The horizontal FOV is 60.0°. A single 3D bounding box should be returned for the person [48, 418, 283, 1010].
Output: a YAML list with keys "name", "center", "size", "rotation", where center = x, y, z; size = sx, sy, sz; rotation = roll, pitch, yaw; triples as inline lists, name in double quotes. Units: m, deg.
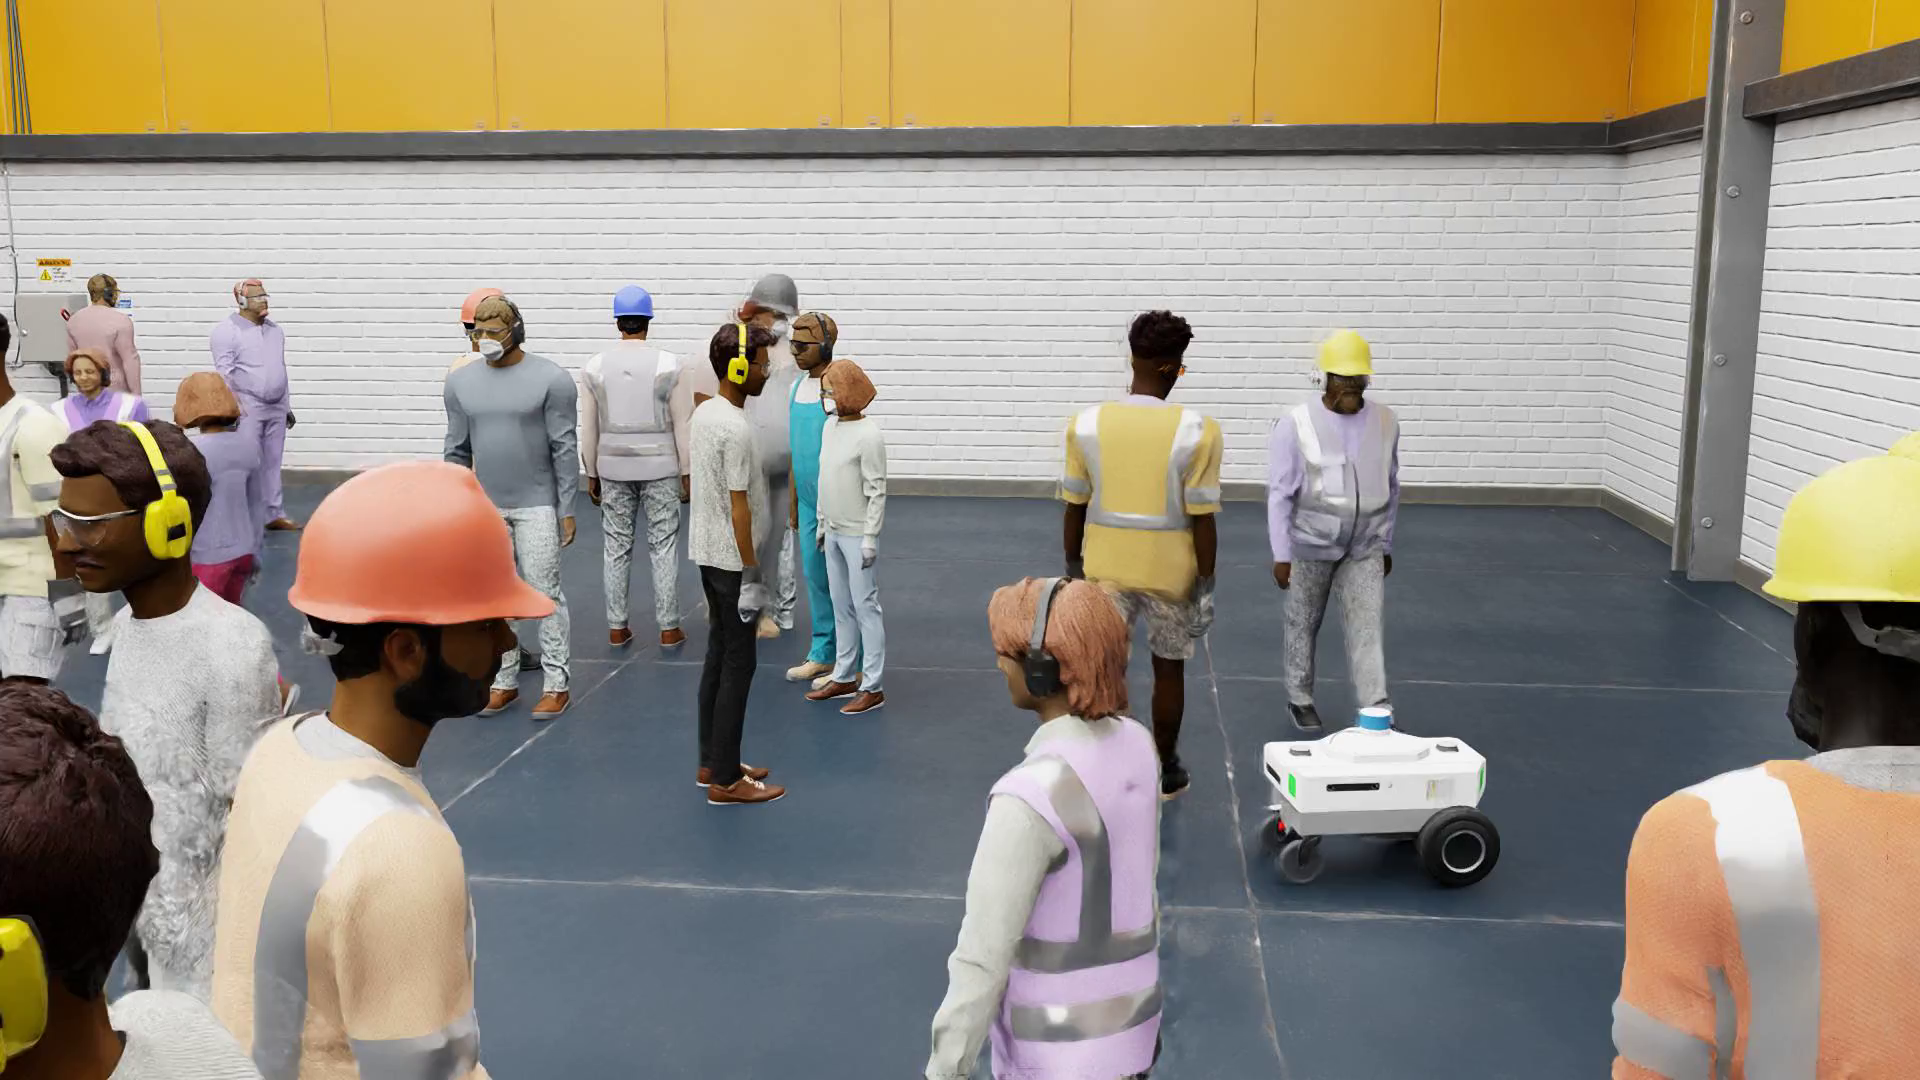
- name: "person"
  center: [-1.297, 0.718, 2.832]
  size: [0.511, 1.861, 0.322]
  rotation: [9, 13, 42]

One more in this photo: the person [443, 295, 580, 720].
- name: "person"
  center: [-2.035, -0.142, 7.563]
  size: [0.635, 1.929, 0.381]
  rotation: [1, 10, 8]

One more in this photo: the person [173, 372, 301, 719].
- name: "person"
  center: [-3.130, 0.087, 7.136]
  size: [0.589, 1.613, 0.505]
  rotation: [2, 10, 14]

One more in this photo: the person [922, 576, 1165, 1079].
- name: "person"
  center: [0.144, 0.849, 2.814]
  size: [0.859, 1.590, 0.528]
  rotation: [5, 11, 25]

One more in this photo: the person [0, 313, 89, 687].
- name: "person"
  center: [-3.320, 0.150, 5.856]
  size: [0.649, 1.935, 0.421]
  rotation: [8, 13, 39]

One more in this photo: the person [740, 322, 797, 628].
- name: "person"
  center: [-1.143, -0.350, 9.267]
  size: [0.485, 1.743, 0.306]
  rotation: [-6, 12, -32]

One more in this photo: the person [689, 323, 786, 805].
- name: "person"
  center: [-0.868, 0.098, 6.397]
  size: [0.333, 1.856, 0.526]
  rotation: [-4, 11, -24]

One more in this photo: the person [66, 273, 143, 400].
- name: "person"
  center: [-6.947, -1.203, 13.594]
  size: [0.636, 1.938, 0.365]
  rotation: [3, 10, 15]

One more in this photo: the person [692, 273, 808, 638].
- name: "person"
  center: [-1.080, -0.460, 9.048]
  size: [0.734, 2.000, 0.546]
  rotation: [-9, 13, -42]

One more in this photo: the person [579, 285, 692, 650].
- name: "person"
  center: [-1.706, -0.373, 8.852]
  size: [0.604, 1.939, 0.416]
  rotation: [0, 10, 2]

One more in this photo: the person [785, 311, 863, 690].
- name: "person"
  center: [-0.659, -0.183, 8.061]
  size: [0.341, 1.838, 0.501]
  rotation: [-9, 13, -42]

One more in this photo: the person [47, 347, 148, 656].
- name: "person"
  center: [-4.569, -0.227, 8.899]
  size: [0.524, 1.621, 0.553]
  rotation: [-3, 10, -16]

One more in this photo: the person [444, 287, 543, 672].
- name: "person"
  center: [-2.354, -0.296, 8.402]
  size: [0.542, 1.938, 0.357]
  rotation: [10, 14, 44]

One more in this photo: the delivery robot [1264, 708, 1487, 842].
- name: "delivery robot"
  center: [1.412, 0.820, 5.702]
  size: [0.707, 0.478, 0.477]
  rotation: [-1, 10, -5]

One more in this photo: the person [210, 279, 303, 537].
- name: "person"
  center: [-5.227, -0.983, 12.408]
  size: [0.409, 1.913, 0.646]
  rotation: [4, 11, 22]

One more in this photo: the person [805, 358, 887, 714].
- name: "person"
  center: [-0.517, -0.019, 7.687]
  size: [0.283, 1.633, 0.498]
  rotation: [-7, 12, -33]

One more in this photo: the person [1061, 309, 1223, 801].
- name: "person"
  center: [0.648, 0.114, 6.125]
  size: [0.617, 1.921, 0.925]
  rotation: [4, 11, 20]

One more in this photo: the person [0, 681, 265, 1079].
- name: "person"
  center: [-0.586, 0.992, 1.276]
  size: [0.471, 1.851, 0.549]
  rotation: [-3, 10, -17]

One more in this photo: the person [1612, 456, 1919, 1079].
- name: "person"
  center: [1.016, 0.832, 2.083]
  size: [0.611, 1.886, 0.871]
  rotation: [-1, 10, -3]

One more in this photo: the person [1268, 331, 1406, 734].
- name: "person"
  center: [1.609, 0.018, 7.039]
  size: [0.624, 1.780, 0.926]
  rotation: [-1, 10, -9]

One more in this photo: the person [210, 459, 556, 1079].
- name: "person"
  center: [-0.733, 0.839, 2.084]
  size: [1.007, 1.876, 0.555]
  rotation: [-6, 11, -29]
